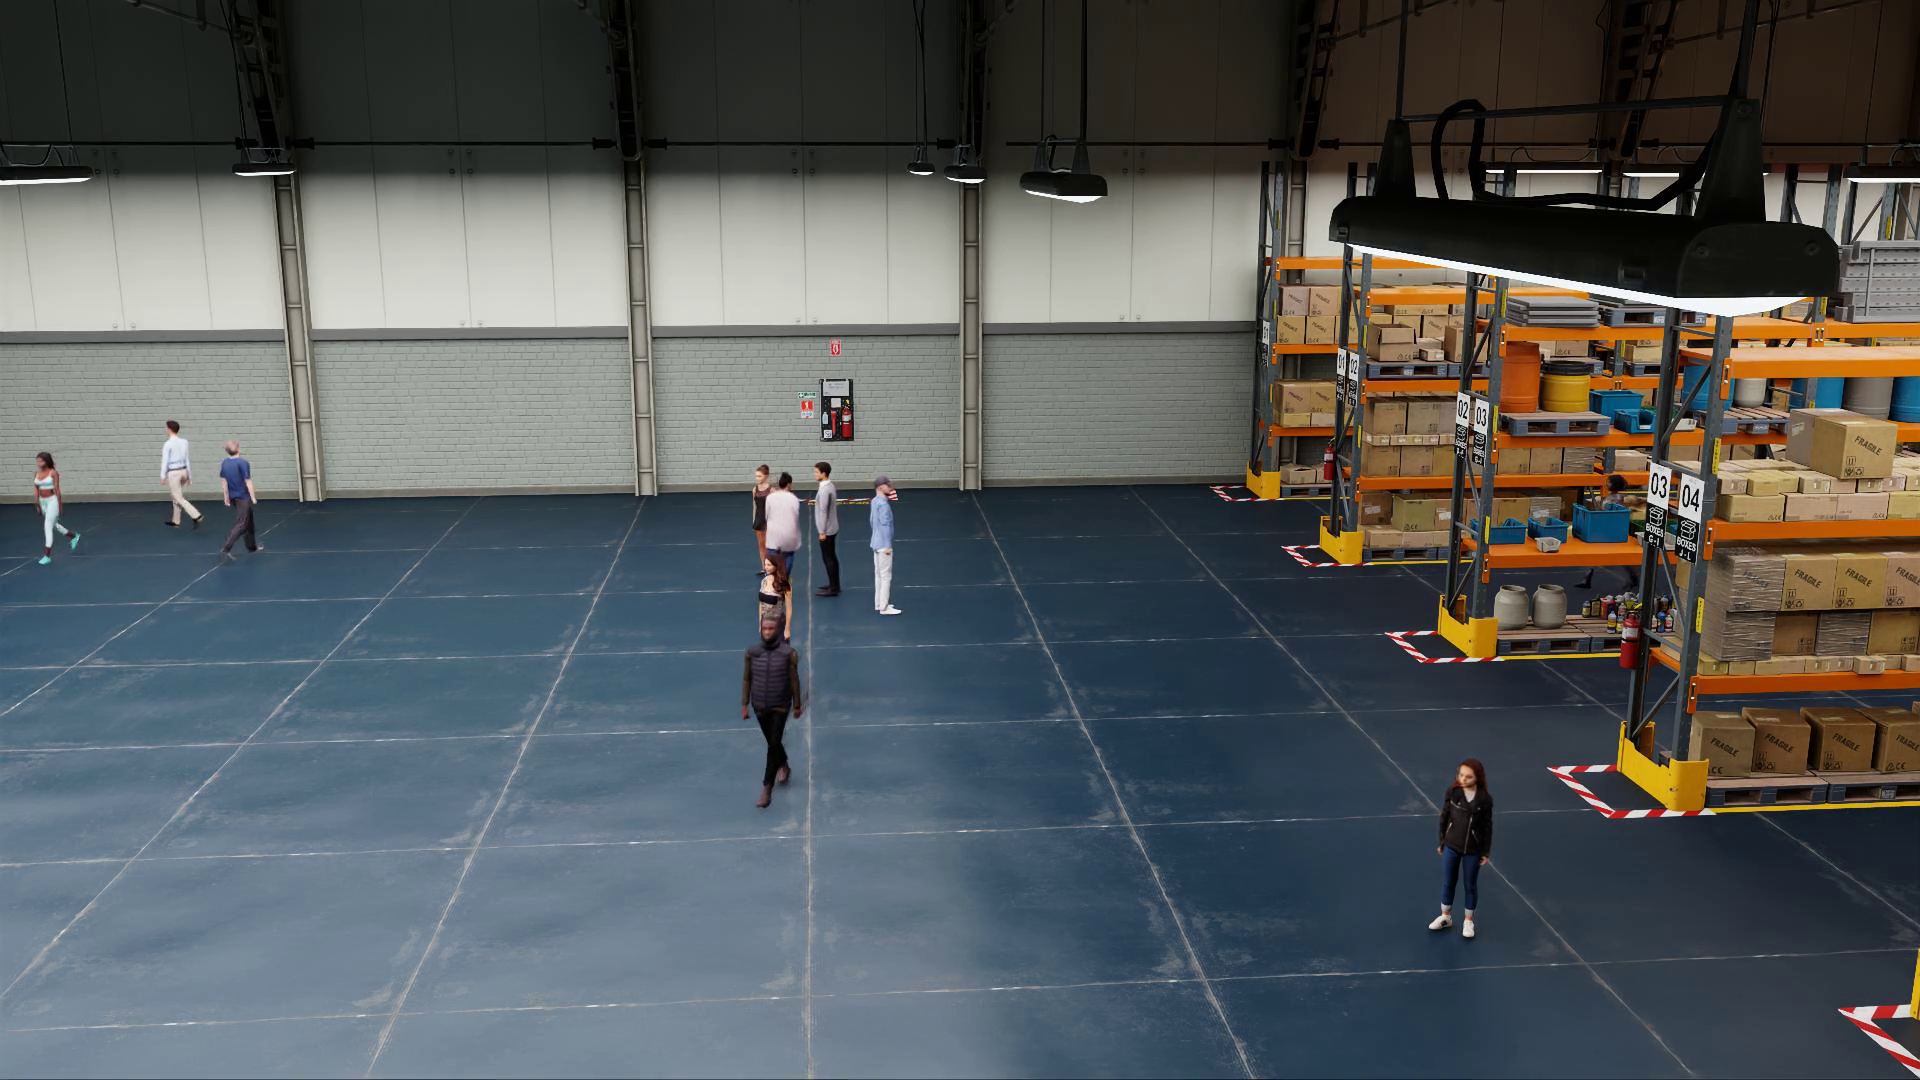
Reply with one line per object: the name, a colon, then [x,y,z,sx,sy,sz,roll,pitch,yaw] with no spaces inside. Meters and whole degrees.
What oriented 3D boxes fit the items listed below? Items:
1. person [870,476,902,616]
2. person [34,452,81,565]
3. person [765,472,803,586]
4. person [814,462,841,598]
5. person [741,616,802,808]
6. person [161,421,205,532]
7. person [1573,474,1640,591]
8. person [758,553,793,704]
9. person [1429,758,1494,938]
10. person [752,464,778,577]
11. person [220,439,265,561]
person: [-1.054,0.061,22.613,0.656,1.885,0.703,-4,14,-18]
person: [-13.895,-0.513,25.518,1.123,1.694,0.860,3,13,13]
person: [-2.556,-0.094,23.652,1.066,1.719,0.943,2,13,8]
person: [-1.866,-0.165,23.525,0.603,1.915,0.765,0,13,2]
person: [-1.796,1.614,16.121,1.237,1.789,1.037,3,13,12]
person: [-12.897,-1.035,27.494,1.259,1.819,0.961,5,14,19]
person: [9.353,-0.066,23.633,1.134,1.673,0.564,-1,13,-5]
person: [-2.077,1.005,18.794,0.674,1.770,0.749,9,16,35]
person: [4.028,2.427,13.285,0.619,1.484,0.704,8,15,31]
person: [-2.860,-0.286,24.566,0.672,1.680,0.756,7,15,28]
person: [-11.115,-0.593,25.549,1.173,1.835,1.094,6,15,26]
